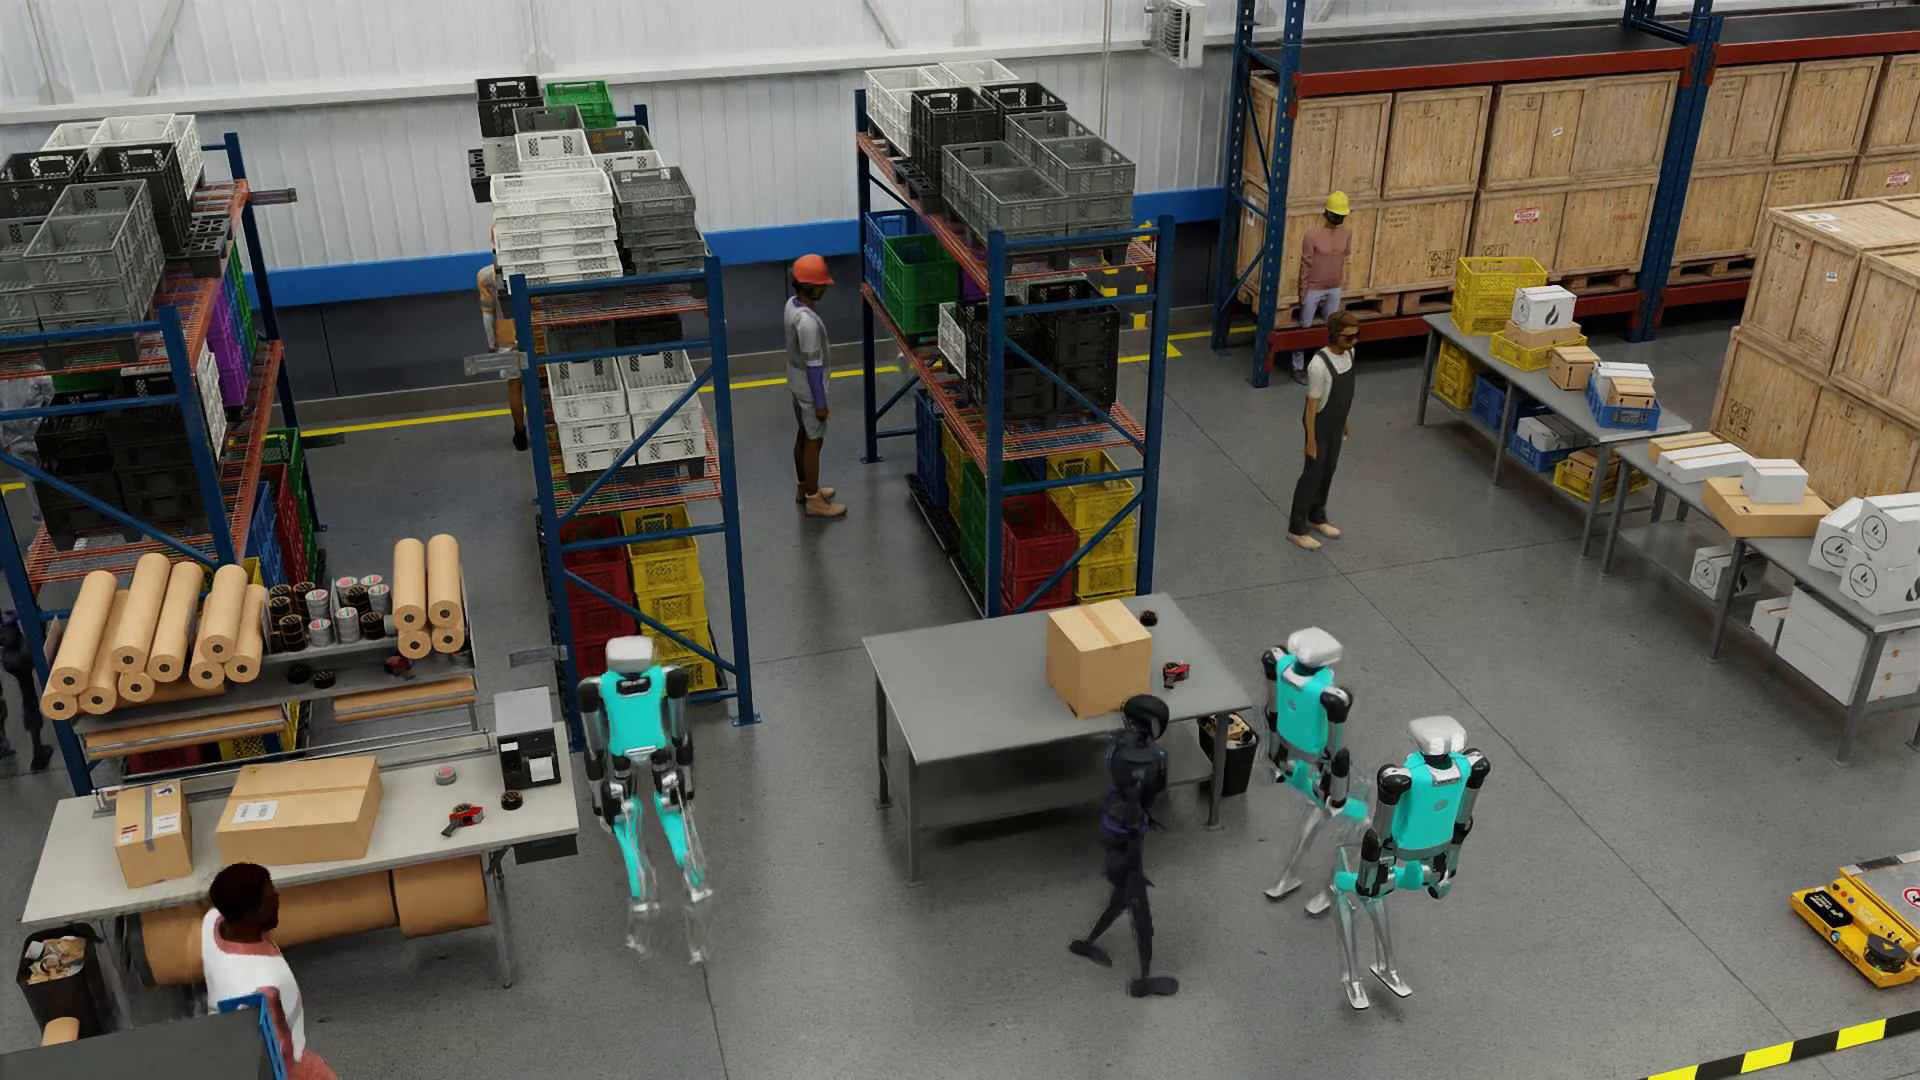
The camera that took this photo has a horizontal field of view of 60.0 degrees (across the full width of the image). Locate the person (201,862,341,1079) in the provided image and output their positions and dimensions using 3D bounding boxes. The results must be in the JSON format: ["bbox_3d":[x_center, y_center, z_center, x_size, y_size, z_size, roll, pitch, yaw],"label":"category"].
[{"bbox_3d":[-2.833,2.077,6.723,0.993,1.878,0.593,-23,36,-35],"label":"person"}]

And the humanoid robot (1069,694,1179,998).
[{"bbox_3d":[0.825,1.450,8.102,0.553,1.644,0.601,4,29,8],"label":"humanoid robot"}]

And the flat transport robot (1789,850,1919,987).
[{"bbox_3d":[5.163,1.916,8.676,1.431,0.231,0.659,-8,30,-14],"label":"flat transport robot"}]

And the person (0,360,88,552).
[{"bbox_3d":[-6.652,-0.720,11.938,0.483,1.744,0.296,0,29,-1],"label":"person"}]

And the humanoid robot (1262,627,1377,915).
[{"bbox_3d":[1.887,1.147,8.503,0.761,1.740,0.547,-19,34,-30],"label":"humanoid robot"}]

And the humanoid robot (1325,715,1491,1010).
[{"bbox_3d":[2.029,1.438,7.880,0.533,1.677,0.735,-8,30,-15],"label":"humanoid robot"}]

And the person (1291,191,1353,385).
[{"bbox_3d":[3.215,-2.225,14.665,0.524,1.760,0.336,-10,30,-17],"label":"person"}]

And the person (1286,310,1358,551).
[{"bbox_3d":[2.635,-0.795,11.988,0.332,1.837,0.506,23,36,36],"label":"person"}]

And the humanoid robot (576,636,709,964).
[{"bbox_3d":[-1.510,1.395,8.136,0.534,1.801,0.790,-9,30,-16],"label":"humanoid robot"}]

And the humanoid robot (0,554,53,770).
[{"bbox_3d":[-5.580,0.590,9.617,0.608,1.646,0.370,-8,30,-14],"label":"humanoid robot"}]

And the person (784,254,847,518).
[{"bbox_3d":[-1.097,-1.145,12.407,0.372,2.042,0.606,-9,30,-16],"label":"person"}]

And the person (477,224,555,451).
[{"bbox_3d":[-3.553,-1.649,13.439,0.542,1.930,0.371,-6,29,-11],"label":"person"}]

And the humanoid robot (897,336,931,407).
[{"bbox_3d":[-0.319,-1.974,14.292,0.816,1.832,0.534,4,29,7],"label":"humanoid robot"}]
